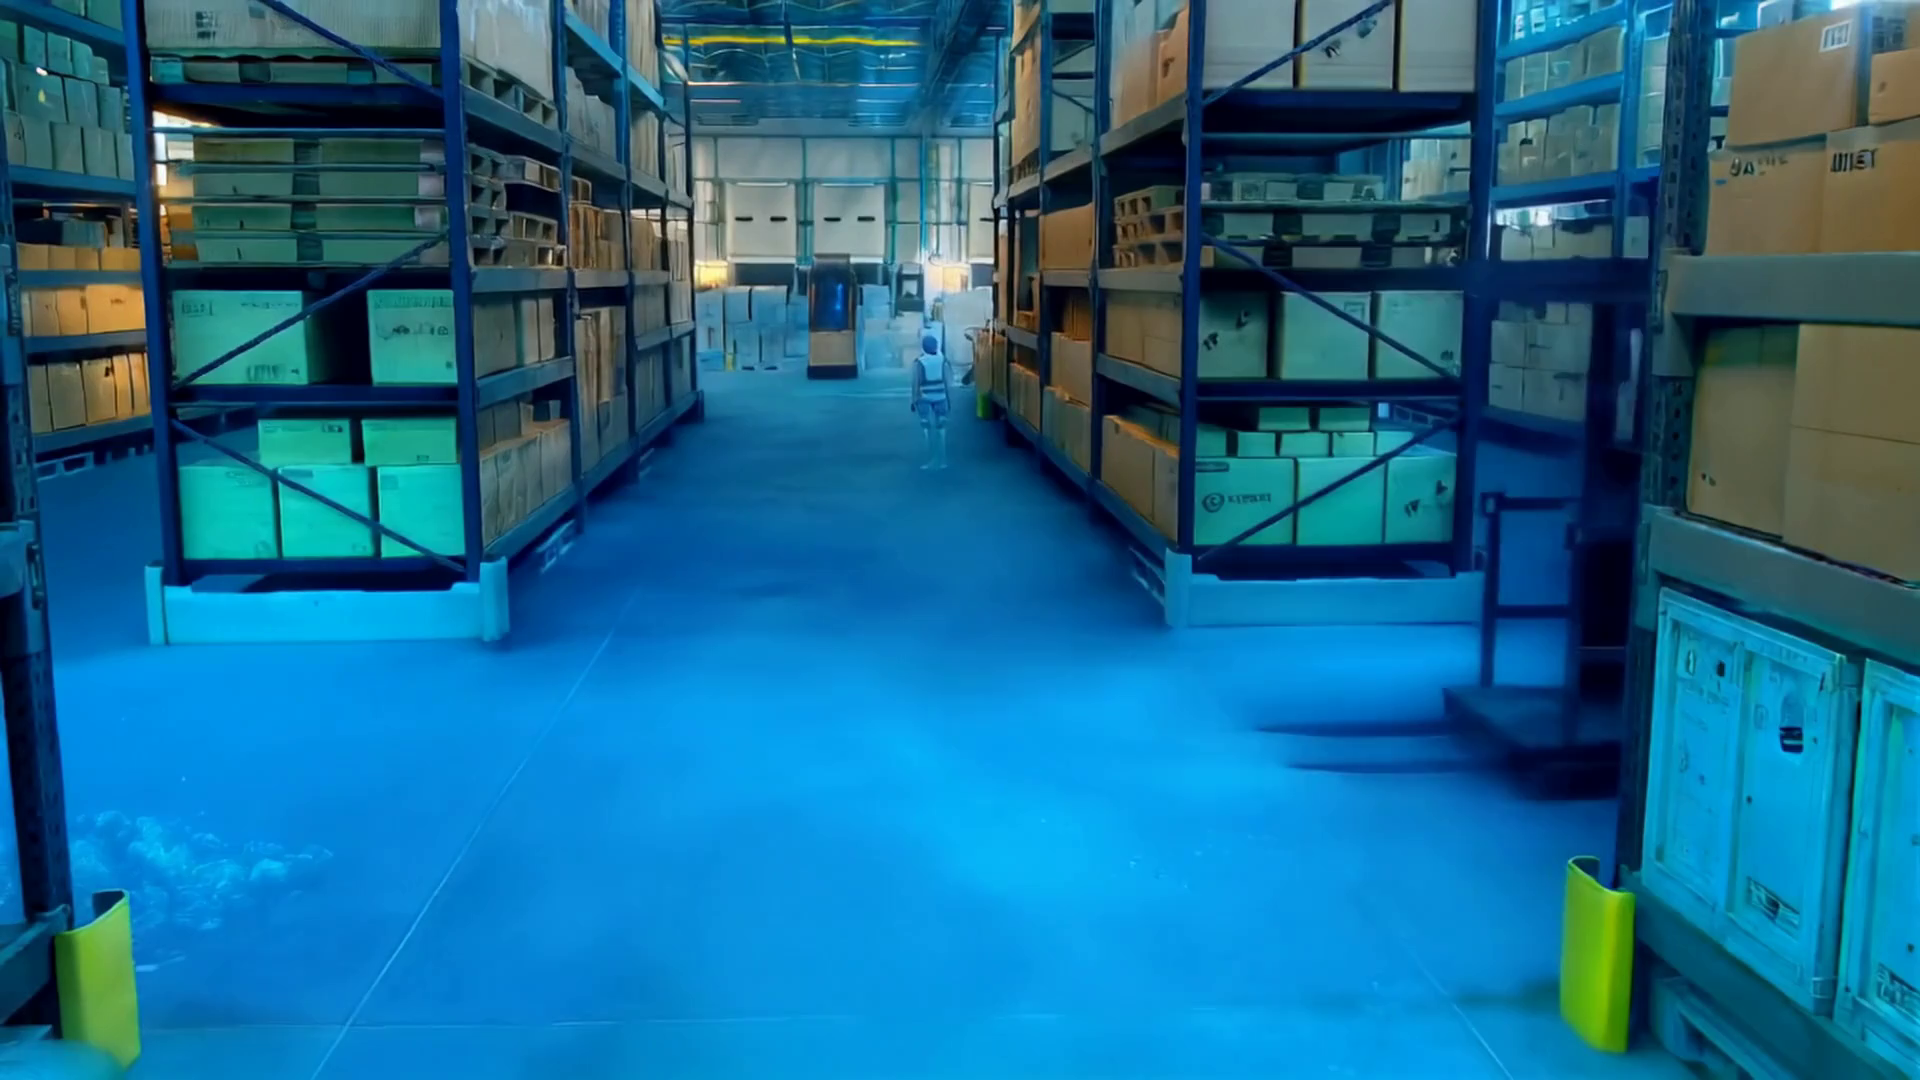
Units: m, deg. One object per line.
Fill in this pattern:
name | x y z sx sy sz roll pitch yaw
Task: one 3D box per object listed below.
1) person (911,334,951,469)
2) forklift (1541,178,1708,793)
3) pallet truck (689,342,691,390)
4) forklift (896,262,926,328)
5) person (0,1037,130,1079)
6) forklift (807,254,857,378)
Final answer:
person | -0.352 -1.688 20.322 0.523 1.636 0.311 -3 10 -20
forklift | 3.545 -0.320 7.840 1.873 2.768 1.129 -1 9 -4
pallet truck | -5.225 -3.008 27.480 1.885 1.965 0.823 2 9 14
forklift | -1.780 -8.547 59.499 1.129 2.768 1.873 -1 9 -4
person | -0.878 1.282 1.683 0.281 1.633 0.500 -4 10 -26
forklift | -2.942 -5.145 38.138 1.129 2.768 1.873 -1 9 -4
